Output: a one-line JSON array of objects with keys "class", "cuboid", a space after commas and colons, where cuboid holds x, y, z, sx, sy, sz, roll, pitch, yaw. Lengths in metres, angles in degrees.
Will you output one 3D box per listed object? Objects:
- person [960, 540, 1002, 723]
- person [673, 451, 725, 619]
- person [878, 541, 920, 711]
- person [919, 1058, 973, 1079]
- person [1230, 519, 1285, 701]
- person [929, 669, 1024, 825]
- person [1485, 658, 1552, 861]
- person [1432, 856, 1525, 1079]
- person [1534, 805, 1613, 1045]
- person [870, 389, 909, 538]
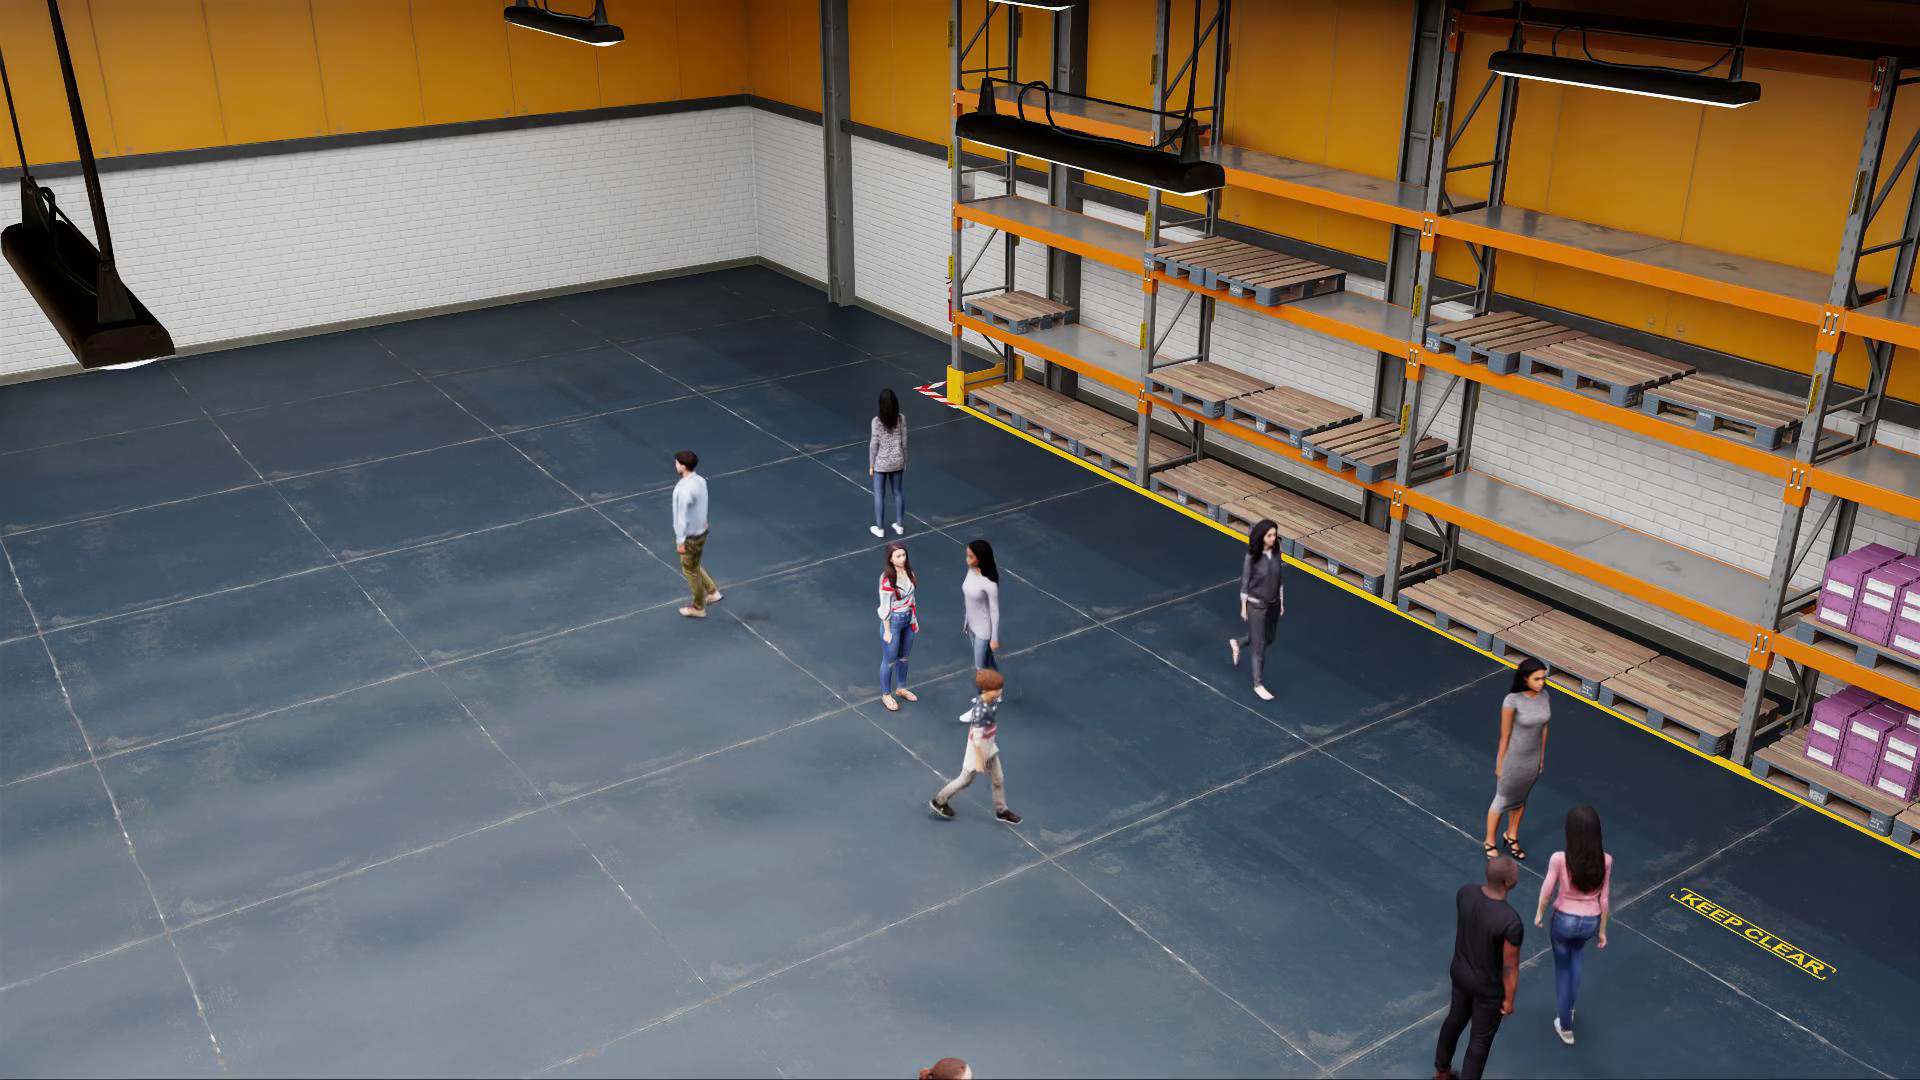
[{"class": "person", "cuboid": [0.231, 0.794, 15.045, 0.783, 1.737, 0.740, -10, 26, -22]}, {"class": "person", "cuboid": [-2.636, -0.038, 16.868, 0.896, 1.800, 0.835, 4, 24, 9]}, {"class": "person", "cuboid": [-0.578, 0.761, 15.272, 0.570, 1.614, 0.626, 21, 31, 40]}, {"class": "person", "cuboid": [-0.050, 3.476, 8.890, 0.710, 1.752, 0.625, 0, 24, 0]}, {"class": "person", "cuboid": [2.759, 0.589, 15.508, 0.630, 1.742, 0.950, -13, 27, -28]}, {"class": "person", "cuboid": [0.102, 1.674, 13.445, 1.049, 1.405, 0.911, 8, 25, 17]}, {"class": "person", "cuboid": [4.323, 1.709, 12.897, 0.620, 1.780, 0.598, -8, 25, -18]}, {"class": "person", "cuboid": [3.249, 2.772, 10.425, 0.762, 1.813, 0.558, -11, 26, -23]}, {"class": "person", "cuboid": [4.063, 2.580, 10.968, 0.745, 1.729, 0.802, 1, 24, 2]}, {"class": "person", "cuboid": [-0.810, -0.878, 18.877, 0.648, 1.731, 0.580, -11, 26, -24]}]
